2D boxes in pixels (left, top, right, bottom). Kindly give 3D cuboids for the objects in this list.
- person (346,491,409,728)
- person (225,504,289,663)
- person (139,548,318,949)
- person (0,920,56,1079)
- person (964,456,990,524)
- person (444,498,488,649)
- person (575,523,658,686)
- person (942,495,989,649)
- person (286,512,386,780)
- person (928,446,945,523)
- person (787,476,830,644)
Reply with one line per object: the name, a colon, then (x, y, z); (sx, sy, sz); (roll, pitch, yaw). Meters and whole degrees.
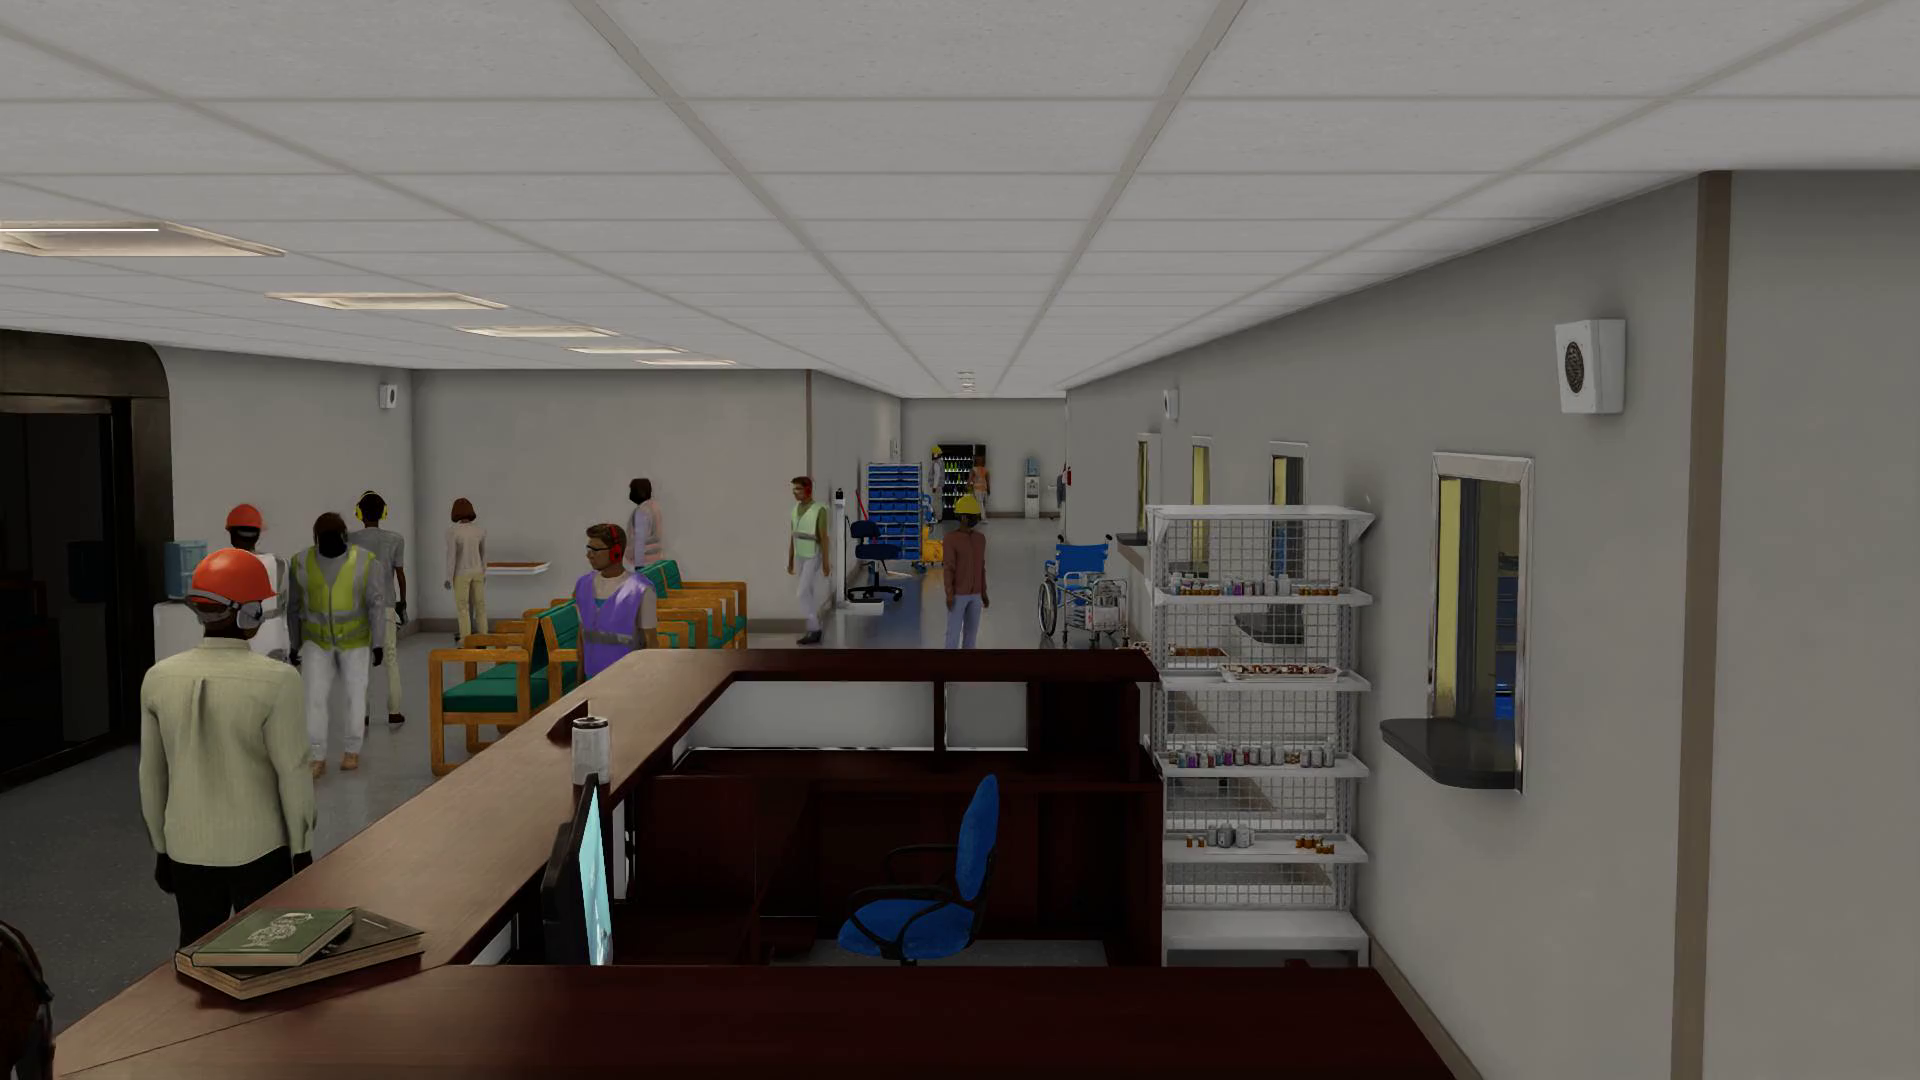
person: (-4.641, 0.546, 13.170); (0.514, 1.876, 0.328); (-2, 4, -22)
person: (-4.774, 0.693, 11.131); (1.068, 1.861, 0.548); (3, 5, 40)
person: (-2.453, 1.023, 5.627); (0.613, 1.995, 0.390); (1, 4, 12)
person: (-1.196, 1.364, 2.007); (0.628, 1.835, 0.429); (-2, 5, -29)
person: (0.411, -1.173, 39.227); (0.523, 1.591, 0.856); (-3, 5, -39)
person: (-5.103, 0.379, 17.179); (0.289, 1.633, 0.501); (3, 5, 37)
person: (-1.975, 0.817, 9.590); (0.564, 1.841, 0.390); (2, 5, 30)
person: (0.059, 0.484, 14.802); (0.313, 1.769, 0.523); (4, 6, 43)
person: (-4.256, 0.714, 11.348); (0.662, 1.802, 0.749); (-1, 4, -13)
person: (-0.558, -1.300, 39.364); (0.404, 1.833, 0.589); (1, 4, 8)
person: (-1.672, 0.226, 18.007); (0.519, 1.821, 0.590); (-3, 5, -40)
